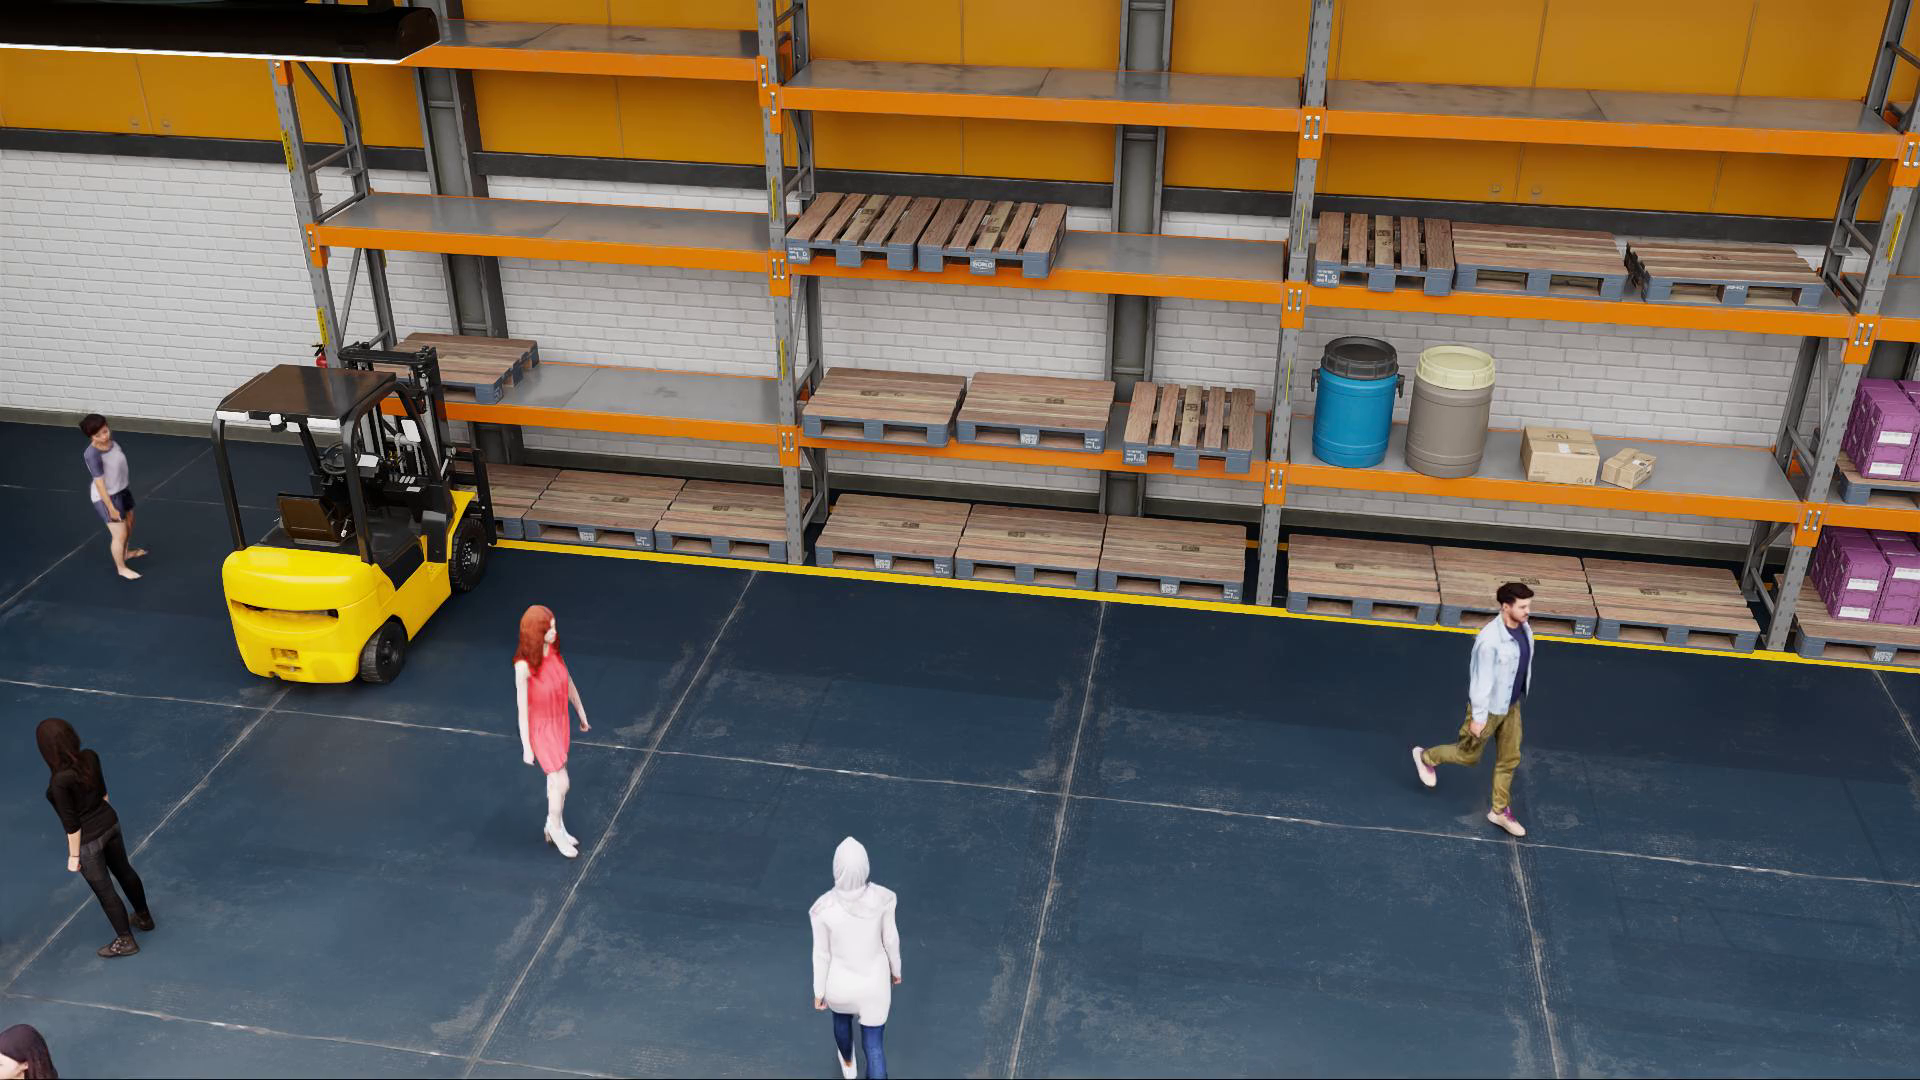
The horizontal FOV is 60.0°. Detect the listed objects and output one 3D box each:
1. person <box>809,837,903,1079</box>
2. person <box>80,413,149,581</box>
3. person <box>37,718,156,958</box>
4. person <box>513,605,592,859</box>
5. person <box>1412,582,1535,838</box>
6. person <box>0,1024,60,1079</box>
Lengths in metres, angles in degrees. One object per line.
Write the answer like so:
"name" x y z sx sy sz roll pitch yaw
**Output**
"person" -0.520 2.362 8.615 1.144 1.742 0.964 -5 29 -9
"person" -7.095 -0.381 13.864 0.690 1.531 0.774 -8 30 -15
"person" -5.122 1.745 9.852 0.519 1.641 0.596 3 29 6
"person" -2.703 1.210 10.649 0.627 1.817 0.679 11 30 19
"person" 3.441 1.060 10.954 1.136 1.788 1.204 -20 34 -32
"person" -4.100 2.873 7.751 0.812 1.674 0.740 -24 36 -36
